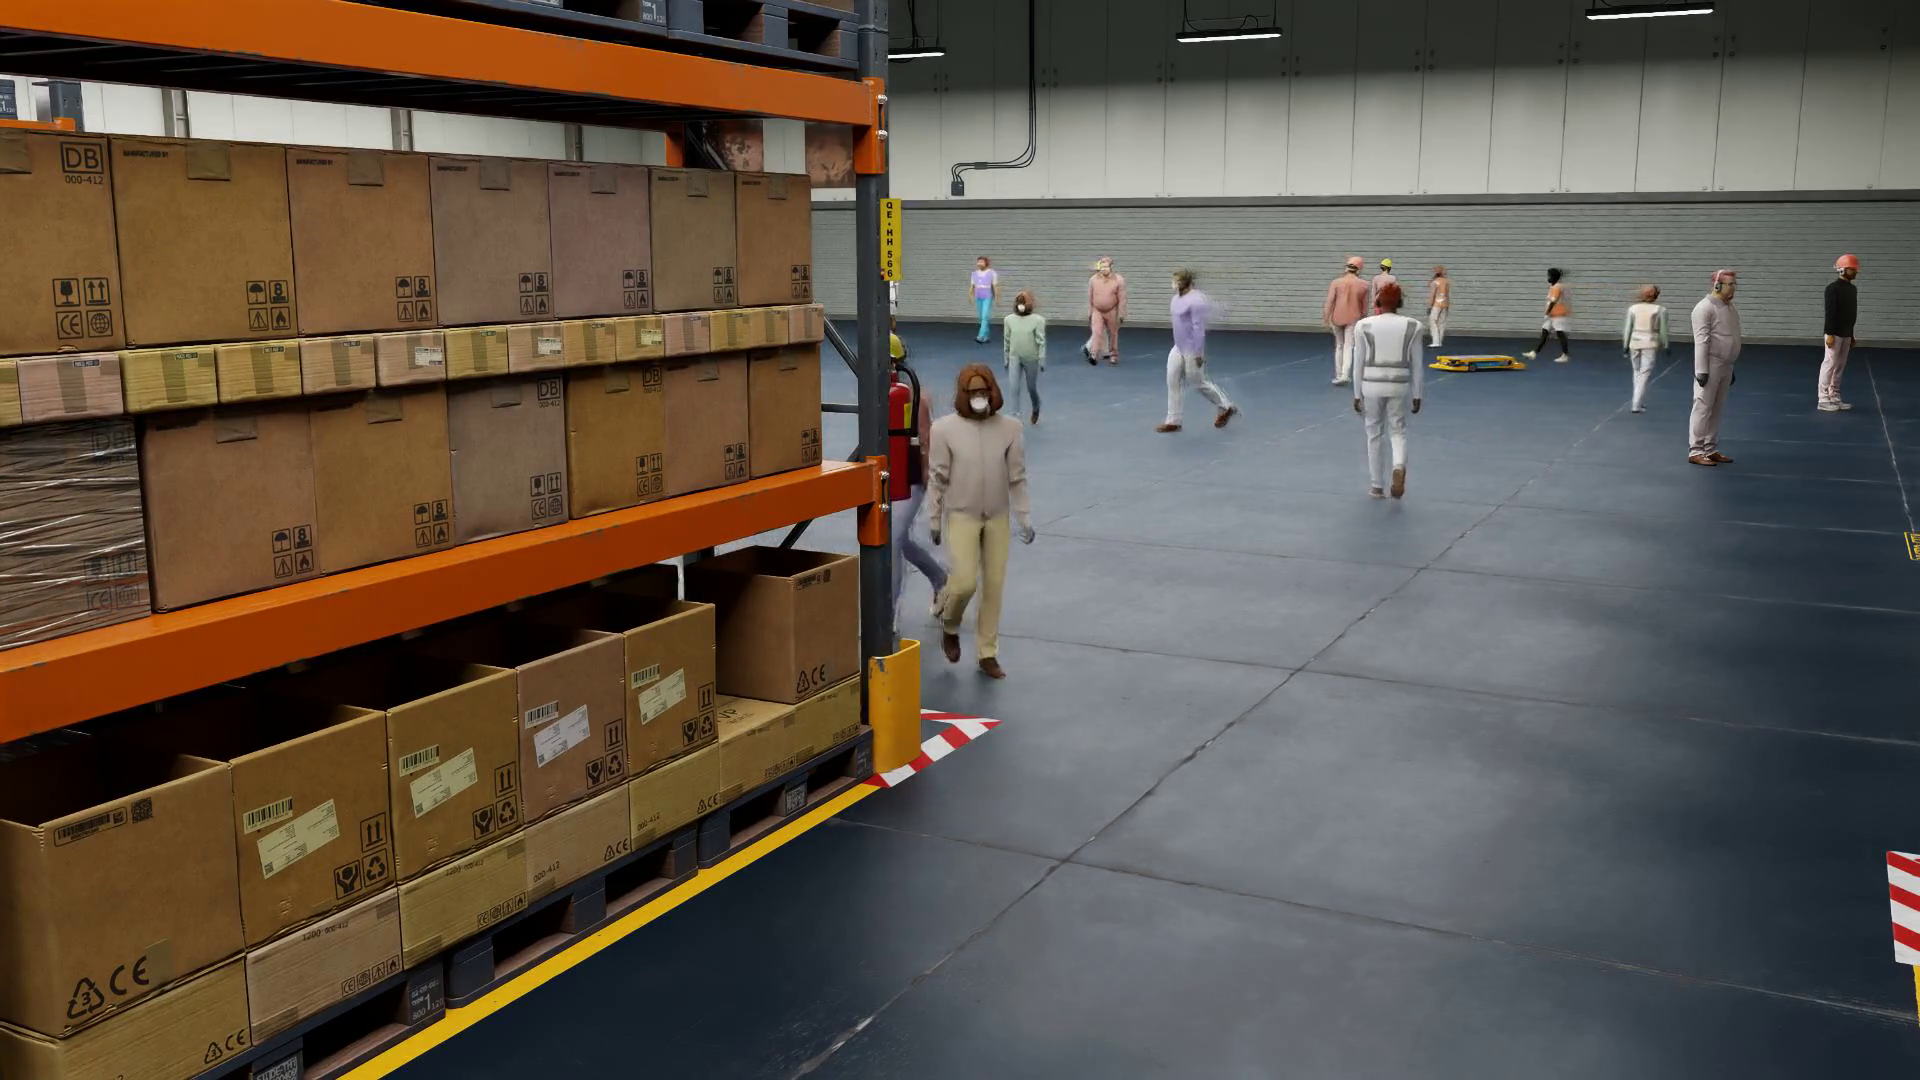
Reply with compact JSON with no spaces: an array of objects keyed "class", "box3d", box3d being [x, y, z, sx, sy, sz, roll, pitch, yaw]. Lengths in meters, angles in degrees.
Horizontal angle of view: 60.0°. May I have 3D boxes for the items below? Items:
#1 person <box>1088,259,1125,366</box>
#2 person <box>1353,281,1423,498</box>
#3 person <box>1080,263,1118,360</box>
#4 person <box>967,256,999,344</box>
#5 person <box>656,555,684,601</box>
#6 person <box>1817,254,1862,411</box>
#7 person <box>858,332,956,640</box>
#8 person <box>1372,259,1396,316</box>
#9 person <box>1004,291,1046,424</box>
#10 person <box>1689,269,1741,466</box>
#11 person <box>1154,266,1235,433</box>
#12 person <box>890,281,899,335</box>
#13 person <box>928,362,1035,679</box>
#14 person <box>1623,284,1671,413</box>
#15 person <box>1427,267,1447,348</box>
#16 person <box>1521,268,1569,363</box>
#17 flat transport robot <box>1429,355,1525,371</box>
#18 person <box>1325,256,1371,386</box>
[{"class":"person","box3d":[2.515,-3.926,28.738,0.657,1.830,1.057,3,11,14]},{"class":"person","box3d":[3.608,-1.246,14.035,0.577,1.865,0.656,1,10,8]},{"class":"person","box3d":[2.498,-4.096,29.733,0.757,1.808,0.589,-4,11,-22]},{"class":"person","box3d":[0.449,-4.971,34.495,0.619,1.799,0.940,6,12,31]},{"class":"person","box3d":[-1.584,-0.324,9.148,0.705,1.812,0.674,10,14,44]},{"class":"person","box3d":[11.311,-2.661,21.374,0.612,1.997,0.375,-8,13,-35]},{"class":"person","box3d":[-0.297,-0.336,9.429,0.794,1.722,0.536,-9,14,-40]},{"class":"person","box3d":[8.515,-4.749,33.386,0.523,1.769,0.324,10,14,42]},{"class":"person","box3d":[0.766,-2.113,19.455,0.504,1.610,0.735,3,11,15]},{"class":"person","box3d":[7.418,-1.687,16.304,0.643,1.912,0.410,-9,14,-40]},{"class":"person","box3d":[2.694,-2.168,18.976,0.909,1.908,0.639,-4,11,-21]},{"class":"person","box3d":[-1.515,-4.922,33.860,0.542,1.939,0.362,-5,11,-24]},{"class":"person","box3d":[0.098,-0.098,8.446,0.519,1.617,0.391,-4,11,-20]},{"class":"person","box3d":[8.772,-2.433,21.191,0.729,1.614,0.529,-8,13,-39]},{"class":"person","box3d":[9.545,-4.641,33.238,0.607,1.612,0.323,-9,14,-40]},{"class":"person","box3d":[10.414,-3.966,29.436,0.863,1.650,0.541,3,11,15]},{"class":"flat transport robot","box3d":[8.614,-2.955,27.690,1.431,0.197,0.652,-4,11,-19]},{"class":"person","box3d":[5.760,-3.262,24.838,0.617,1.942,0.846,5,12,26]}]
